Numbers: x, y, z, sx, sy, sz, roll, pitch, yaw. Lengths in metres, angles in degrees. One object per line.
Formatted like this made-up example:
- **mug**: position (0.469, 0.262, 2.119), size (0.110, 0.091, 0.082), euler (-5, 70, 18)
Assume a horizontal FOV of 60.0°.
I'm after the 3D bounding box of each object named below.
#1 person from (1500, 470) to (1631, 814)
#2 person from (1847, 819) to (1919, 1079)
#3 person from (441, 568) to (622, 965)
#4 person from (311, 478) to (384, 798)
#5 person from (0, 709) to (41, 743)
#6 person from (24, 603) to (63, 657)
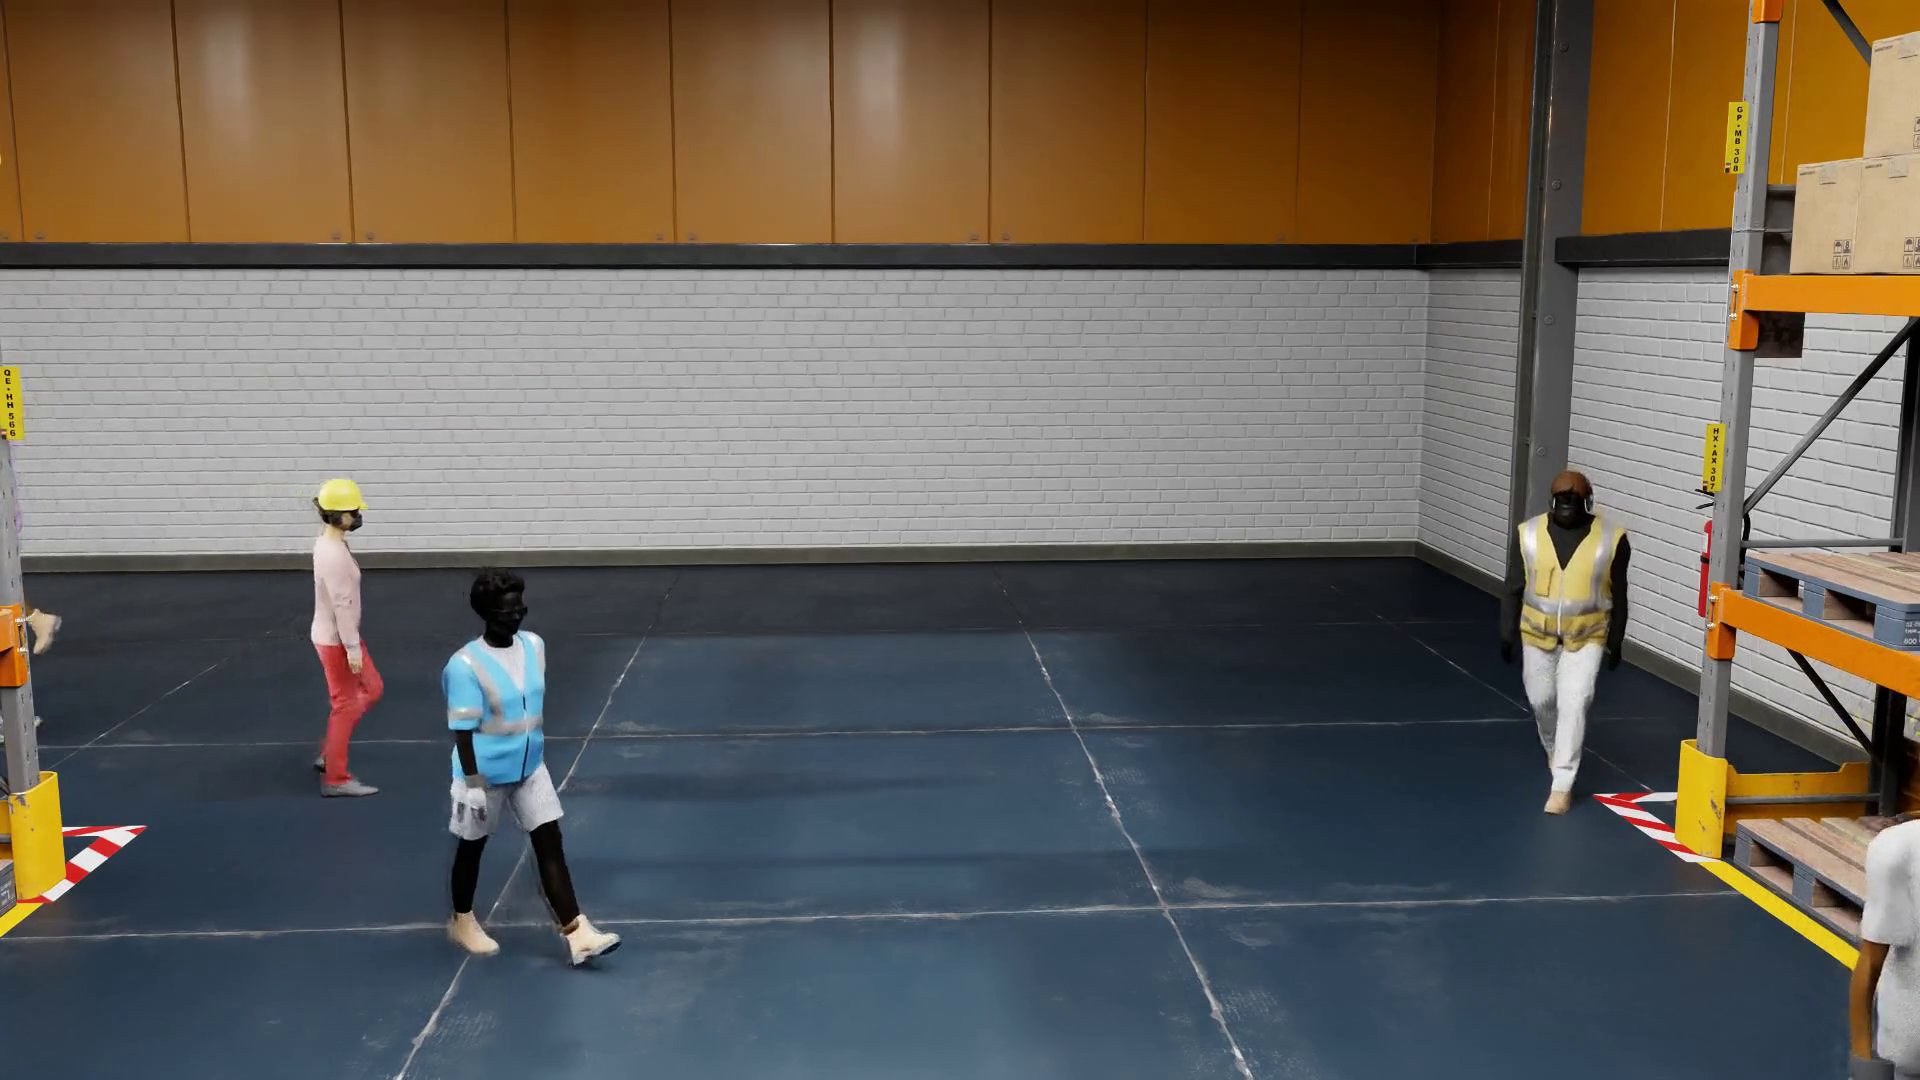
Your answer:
- **person**: position (3.285, 0.504, 9.042), size (0.632, 1.815, 0.848), euler (5, 10, 29)
- **person**: position (2.443, 1.270, 4.190), size (0.534, 1.827, 0.973), euler (0, 9, 1)
- **person**: position (-1.802, 0.941, 6.741), size (0.861, 1.648, 0.553), euler (6, 11, 33)
- **person**: position (-3.312, 0.535, 8.999), size (0.374, 1.750, 0.542), euler (-4, 10, -21)
- **person**: position (-5.922, 0.369, 9.733), size (0.902, 1.847, 0.612), euler (-4, 10, -24)
- **person**: position (-6.968, -0.067, 11.990), size (0.723, 2.004, 0.675), euler (-3, 9, -16)
